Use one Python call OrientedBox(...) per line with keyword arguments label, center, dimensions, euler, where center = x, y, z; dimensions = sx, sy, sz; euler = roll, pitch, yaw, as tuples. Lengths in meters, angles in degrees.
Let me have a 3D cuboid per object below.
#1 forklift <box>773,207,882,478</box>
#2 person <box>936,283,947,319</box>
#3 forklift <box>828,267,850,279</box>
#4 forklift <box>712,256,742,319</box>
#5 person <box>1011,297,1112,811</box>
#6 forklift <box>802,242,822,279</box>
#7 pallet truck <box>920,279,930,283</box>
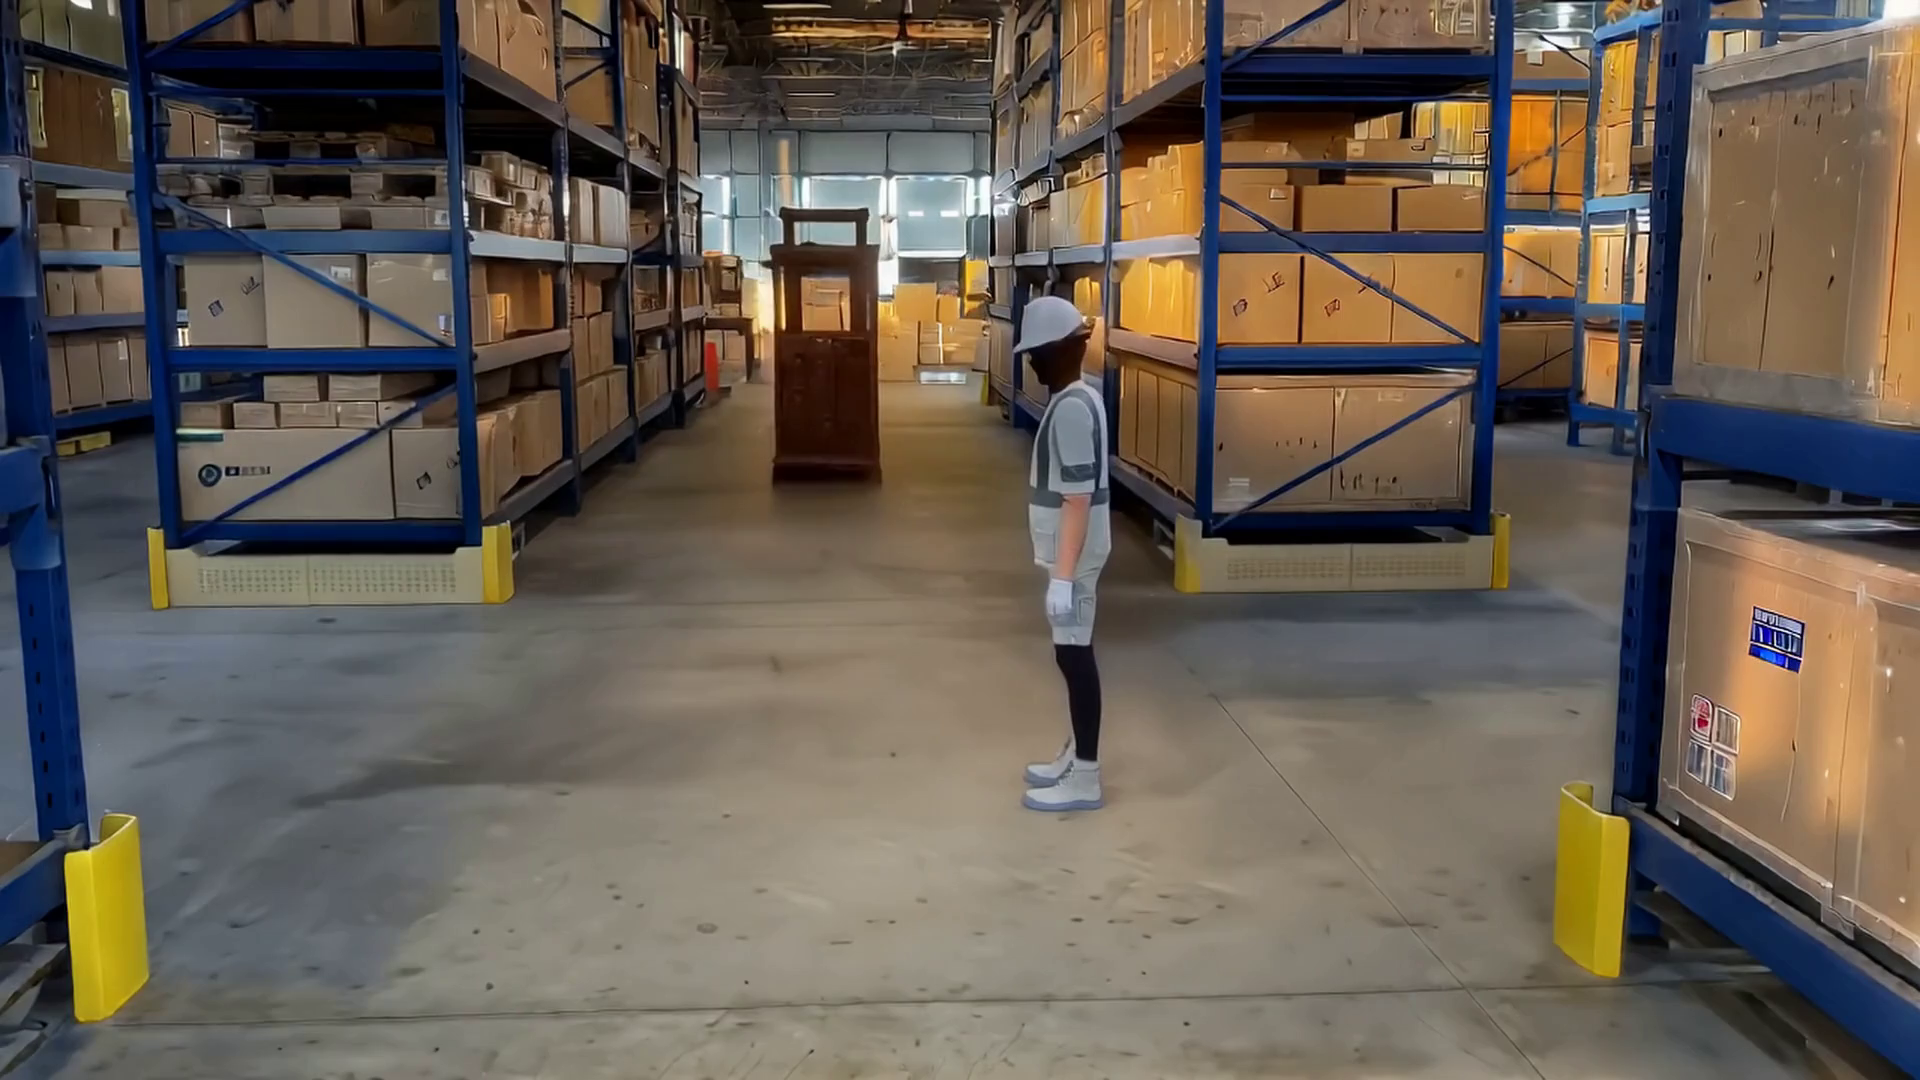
OrientedBox(label="forklift", center=(-1.428, -2.141, 17.775), dimensions=(1.129, 2.768, 1.873), euler=(-1, 9, -4))
OrientedBox(label="person", center=(-0.601, -6.747, 49.779), dimensions=(0.637, 1.910, 0.875), euler=(-6, 11, -32))
OrientedBox(label="forklift", center=(-4.171, -8.608, 58.381), dimensions=(1.129, 2.768, 1.873), euler=(-5, 10, -30))
OrientedBox(label="forklift", center=(-8.481, -8.973, 60.670), dimensions=(1.129, 2.768, 1.873), euler=(-1, 9, -4))
OrientedBox(label="person", center=(0.397, 0.060, 6.612), dimensions=(0.407, 2.031, 0.610), euler=(1, 9, 7))
OrientedBox(label="forklift", center=(-3.263, -5.129, 36.534), dimensions=(1.873, 2.768, 1.129), euler=(-1, 9, -5))
OrientedBox(label="pallet truck", center=(-0.932, -8.922, 63.114), dimensions=(1.885, 1.965, 0.823), euler=(2, 9, 13))
